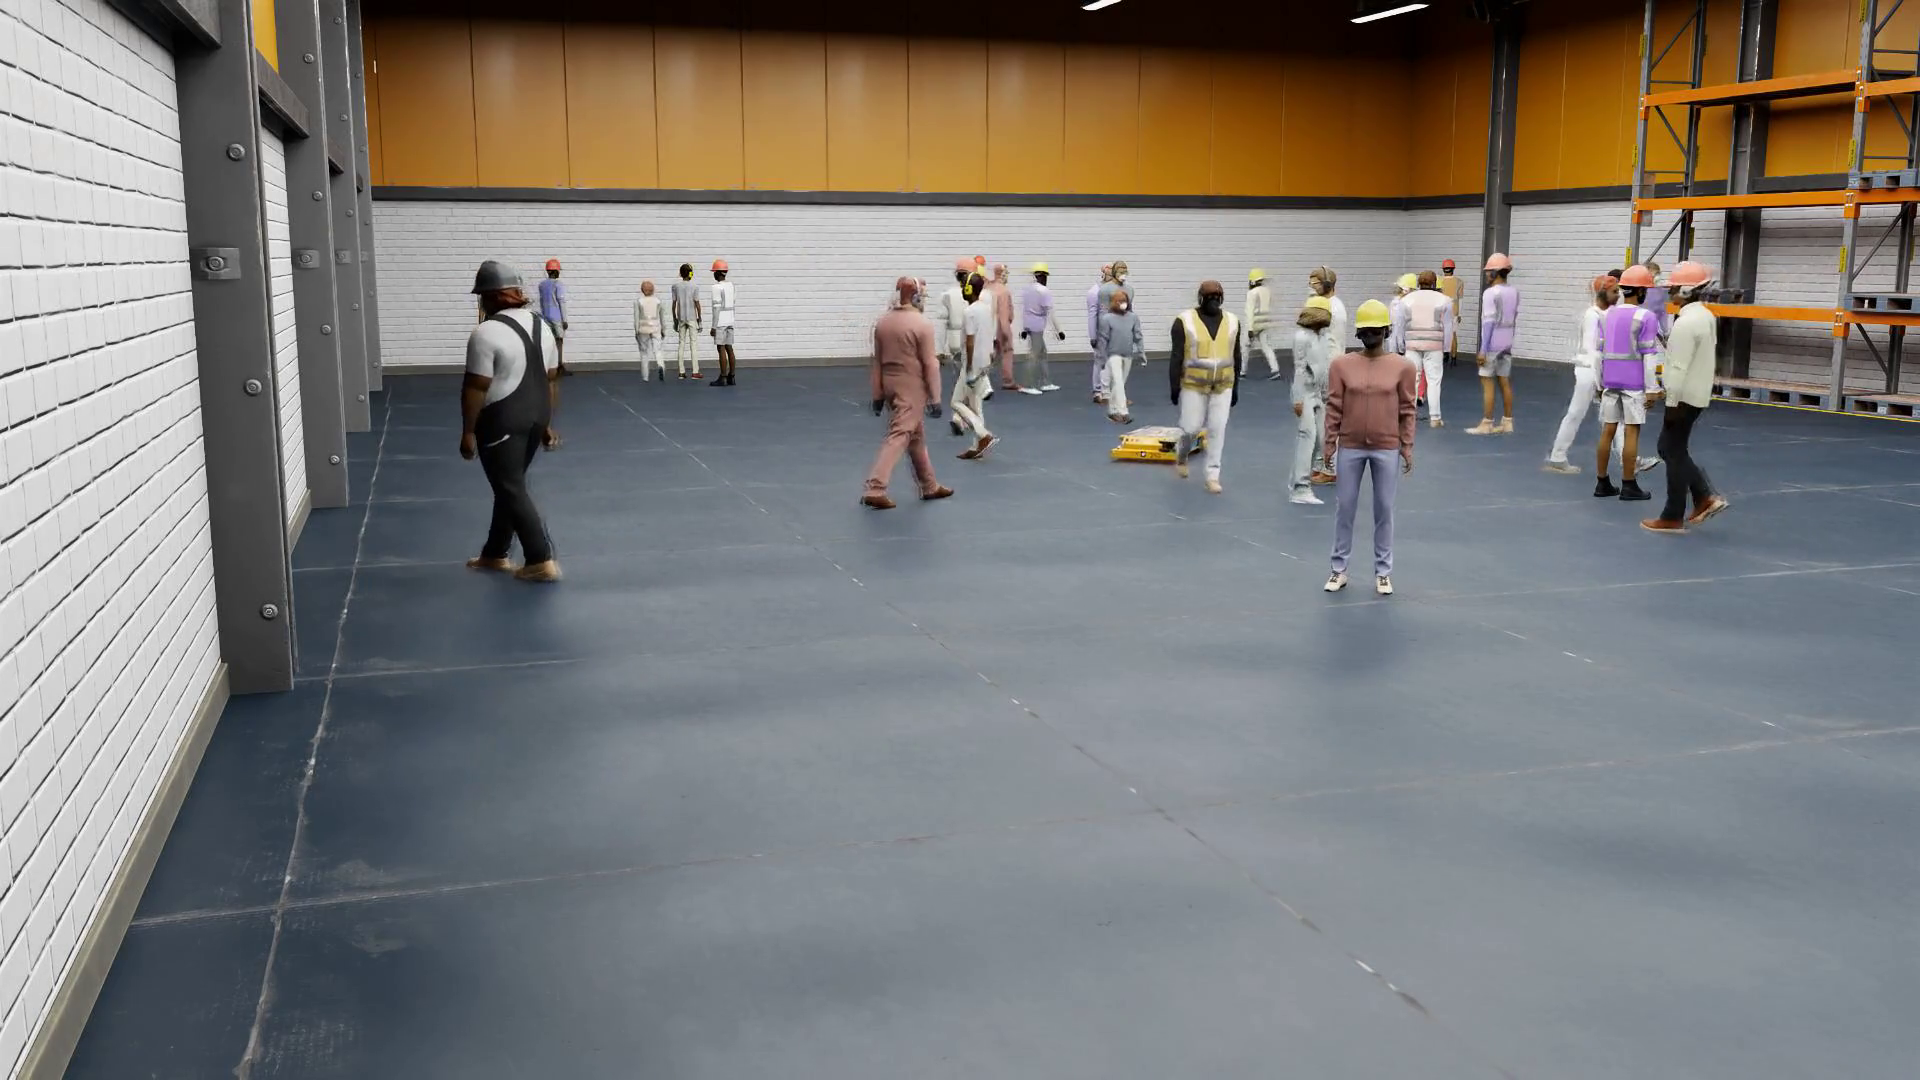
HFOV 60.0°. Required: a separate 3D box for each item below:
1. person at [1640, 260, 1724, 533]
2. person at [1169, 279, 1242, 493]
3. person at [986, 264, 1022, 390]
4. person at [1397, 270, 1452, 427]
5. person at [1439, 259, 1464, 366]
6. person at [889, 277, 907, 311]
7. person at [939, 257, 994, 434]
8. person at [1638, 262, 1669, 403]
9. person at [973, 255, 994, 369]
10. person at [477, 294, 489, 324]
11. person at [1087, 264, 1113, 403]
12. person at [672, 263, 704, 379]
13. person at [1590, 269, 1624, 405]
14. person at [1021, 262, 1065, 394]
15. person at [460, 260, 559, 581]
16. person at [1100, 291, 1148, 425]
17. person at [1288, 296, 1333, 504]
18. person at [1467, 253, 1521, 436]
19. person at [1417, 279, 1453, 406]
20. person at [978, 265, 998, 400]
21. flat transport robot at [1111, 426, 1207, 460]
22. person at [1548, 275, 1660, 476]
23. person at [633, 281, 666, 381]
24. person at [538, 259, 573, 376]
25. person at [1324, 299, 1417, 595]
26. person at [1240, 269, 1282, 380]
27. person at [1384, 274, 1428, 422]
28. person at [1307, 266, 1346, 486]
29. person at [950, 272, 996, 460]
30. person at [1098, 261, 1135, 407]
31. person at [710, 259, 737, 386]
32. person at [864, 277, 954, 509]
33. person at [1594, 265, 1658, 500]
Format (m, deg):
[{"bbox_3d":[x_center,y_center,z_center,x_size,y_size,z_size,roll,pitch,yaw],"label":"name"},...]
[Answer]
[{"bbox_3d":[5.243,-1.024,12.064,0.440,1.983,0.639,7,12,37],"label":"person"},{"bbox_3d":[2.105,-1.338,14.364,0.635,1.822,0.622,-1,10,-8],"label":"person"},{"bbox_3d":[0.539,-3.166,24.771,0.751,1.888,0.656,-4,11,-22],"label":"person"},{"bbox_3d":[5.458,-2.244,19.554,0.624,1.845,0.430,5,11,26],"label":"person"},{"bbox_3d":[8.770,-4.088,29.965,0.544,1.933,0.376,1,10,5],"label":"person"},{"bbox_3d":[-0.966,-3.660,28.347,0.501,1.633,0.285,2,10,11],"label":"person"},{"bbox_3d":[0.051,-2.208,18.896,0.622,2.008,1.010,4,10,20],"label":"person"},{"bbox_3d":[9.436,-2.820,22.701,0.642,1.895,0.993,-5,11,-28],"label":"person"},{"bbox_3d":[0.328,-3.995,29.236,0.370,1.996,0.622,-9,13,-41],"label":"person"},{"bbox_3d":[-6.625,-2.986,23.831,0.514,1.846,0.339,-1,10,-6],"label":"person"},{"bbox_3d":[2.018,-2.807,22.666,0.654,1.895,0.401,-9,13,-41],"label":"person"},{"bbox_3d":[-4.432,-3.556,27.063,0.515,1.872,0.328,2,10,13],"label":"person"},{"bbox_3d":[8.699,-2.696,22.196,0.548,1.840,0.739,-1,10,-4],"label":"person"},{"bbox_3d":[1.183,-3.061,24.098,0.767,1.896,0.626,-4,11,-22],"label":"person"},{"bbox_3d":[-2.847,-0.766,10.417,0.864,2.000,0.694,4,11,22],"label":"person"},{"bbox_3d":[1.948,-2.181,19.911,0.517,1.587,0.845,-4,11,-22],"label":"person"},{"bbox_3d":[2.867,-1.164,13.749,0.503,1.697,0.543,8,12,37],"label":"person"},{"bbox_3d":[5.981,-2.182,18.614,0.614,2.042,0.381,-8,13,-39],"label":"person"},{"bbox_3d":[6.283,-2.632,22.164,0.545,1.716,0.929,3,10,18],"label":"person"},{"bbox_3d":[0.253,-2.896,23.223,0.588,1.887,0.989,-6,12,-31],"label":"person"},{"bbox_3d":[2.051,-0.992,16.846,0.652,0.197,1.431,4,11,22],"label":"flat transport robot"},{"bbox_3d":[5.873,-1.479,15.145,0.989,1.823,0.605,7,12,36],"label":"person"},{"bbox_3d":[-4.874,-3.283,26.243,0.517,1.607,0.720,-4,11,-22],"label":"person"},{"bbox_3d":[-6.719,-3.681,27.593,0.544,1.939,0.354,6,12,32],"label":"person"},{"bbox_3d":[2.444,-0.548,9.952,0.533,1.767,0.326,3,10,17],"label":"person"},{"bbox_3d":[4.800,-3.448,26.675,0.612,1.796,0.907,-9,13,-41],"label":"person"},{"bbox_3d":[5.278,-2.330,20.182,0.805,1.802,0.610,4,11,21],"label":"person"},{"bbox_3d":[3.216,-1.448,14.708,0.376,1.930,0.639,1,10,3],"label":"person"},{"bbox_3d":[0.142,-1.703,16.375,0.434,1.856,0.519,6,11,31],"label":"person"},{"bbox_3d":[2.098,-2.751,22.208,0.637,1.936,0.355,-9,13,-42],"label":"person"},{"bbox_3d":[-3.656,-3.326,25.538,0.354,1.939,0.544,5,11,24],"label":"person"},{"bbox_3d":[-0.417,-1.183,13.416,1.033,1.852,0.640,-8,12,-38],"label":"person"},{"bbox_3d":[5.535,-1.297,13.791,0.360,1.936,0.552,-6,11,-31],"label":"person"}]
